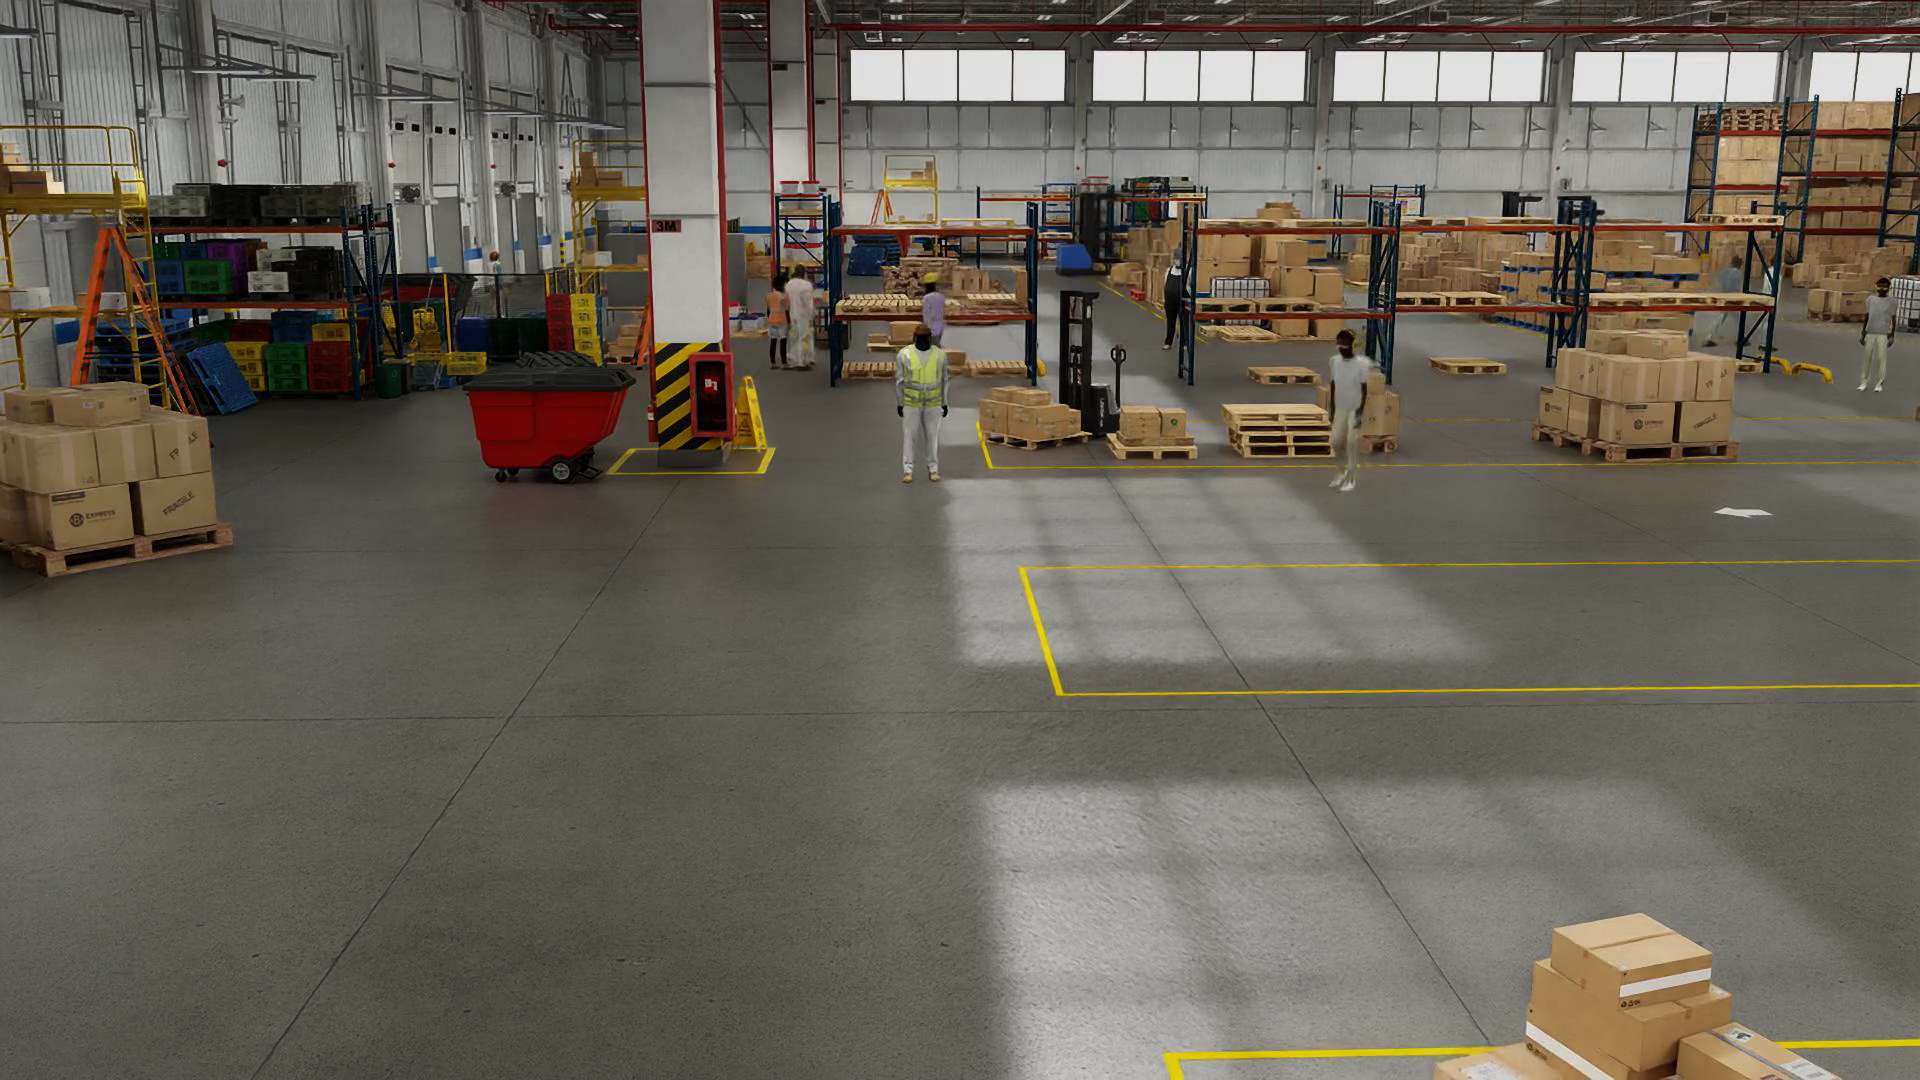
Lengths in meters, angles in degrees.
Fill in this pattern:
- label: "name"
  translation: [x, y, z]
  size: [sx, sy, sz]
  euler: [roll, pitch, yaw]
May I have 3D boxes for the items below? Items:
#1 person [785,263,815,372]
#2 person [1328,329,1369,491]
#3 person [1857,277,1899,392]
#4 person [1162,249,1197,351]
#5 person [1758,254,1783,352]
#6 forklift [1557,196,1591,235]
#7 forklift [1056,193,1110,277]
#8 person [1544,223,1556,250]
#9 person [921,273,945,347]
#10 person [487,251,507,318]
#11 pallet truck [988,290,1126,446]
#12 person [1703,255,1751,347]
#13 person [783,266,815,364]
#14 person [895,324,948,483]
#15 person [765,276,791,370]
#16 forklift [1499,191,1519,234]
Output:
- label: "person"
  translation: [-2.880, -4.007, 29.960]
  size: [0.635, 1.936, 0.355]
  euler: [12, 17, 43]
- label: "person"
  translation: [4.339, -1.450, 18.654]
  size: [0.511, 1.842, 0.462]
  euler: [10, 16, 37]
- label: "person"
  translation: [15.022, -3.361, 27.230]
  size: [0.334, 1.860, 0.510]
  euler: [-12, 17, -43]
- label: "person"
  translation: [4.362, -4.805, 33.328]
  size: [0.672, 2.000, 0.536]
  euler: [7, 14, 30]
- label: "person"
  translation: [16.267, -4.754, 33.326]
  size: [0.361, 1.939, 0.635]
  euler: [3, 13, 15]
- label: "forklift"
  translation: [18.667, -9.105, 50.830]
  size: [1.129, 2.768, 1.873]
  euler: [-1, 13, -3]
- label: "forklift"
  translation: [4.282, -10.412, 56.729]
  size: [1.873, 2.768, 1.129]
  euler: [-2, 13, -8]
- label: "person"
  translation: [18.896, -9.105, 52.987]
  size: [0.546, 1.934, 0.376]
  euler: [4, 13, 15]
- label: "person"
  translation: [-0.550, -3.475, 27.620]
  size: [0.656, 1.907, 0.604]
  euler: [8, 15, 32]
- label: "person"
  translation: [-11.419, -6.267, 40.866]
  size: [0.523, 1.631, 0.323]
  euler: [11, 17, 41]
- label: "pallet truck"
  translation: [1.257, -2.299, 22.111]
  size: [1.885, 1.965, 0.823]
  euler: [-9, 15, -35]
- label: "person"
  translation: [15.764, -4.875, 34.052]
  size: [1.013, 1.884, 0.616]
  euler: [-5, 13, -21]
- label: "person"
  translation: [-3.007, -4.232, 31.279]
  size: [0.604, 1.819, 1.163]
  euler: [-5, 13, -22]
- label: "person"
  translation: [-0.434, -1.575, 19.212]
  size: [0.621, 1.838, 0.429]
  euler: [-2, 13, -10]
- label: "person"
  translation: [-3.277, -3.920, 30.122]
  size: [0.532, 1.693, 0.319]
  euler: [8, 15, 32]
- label: "forklift"
  translation: [20.733, -11.779, 62.905]
  size: [1.873, 2.768, 1.129]
  euler: [0, 12, -2]
